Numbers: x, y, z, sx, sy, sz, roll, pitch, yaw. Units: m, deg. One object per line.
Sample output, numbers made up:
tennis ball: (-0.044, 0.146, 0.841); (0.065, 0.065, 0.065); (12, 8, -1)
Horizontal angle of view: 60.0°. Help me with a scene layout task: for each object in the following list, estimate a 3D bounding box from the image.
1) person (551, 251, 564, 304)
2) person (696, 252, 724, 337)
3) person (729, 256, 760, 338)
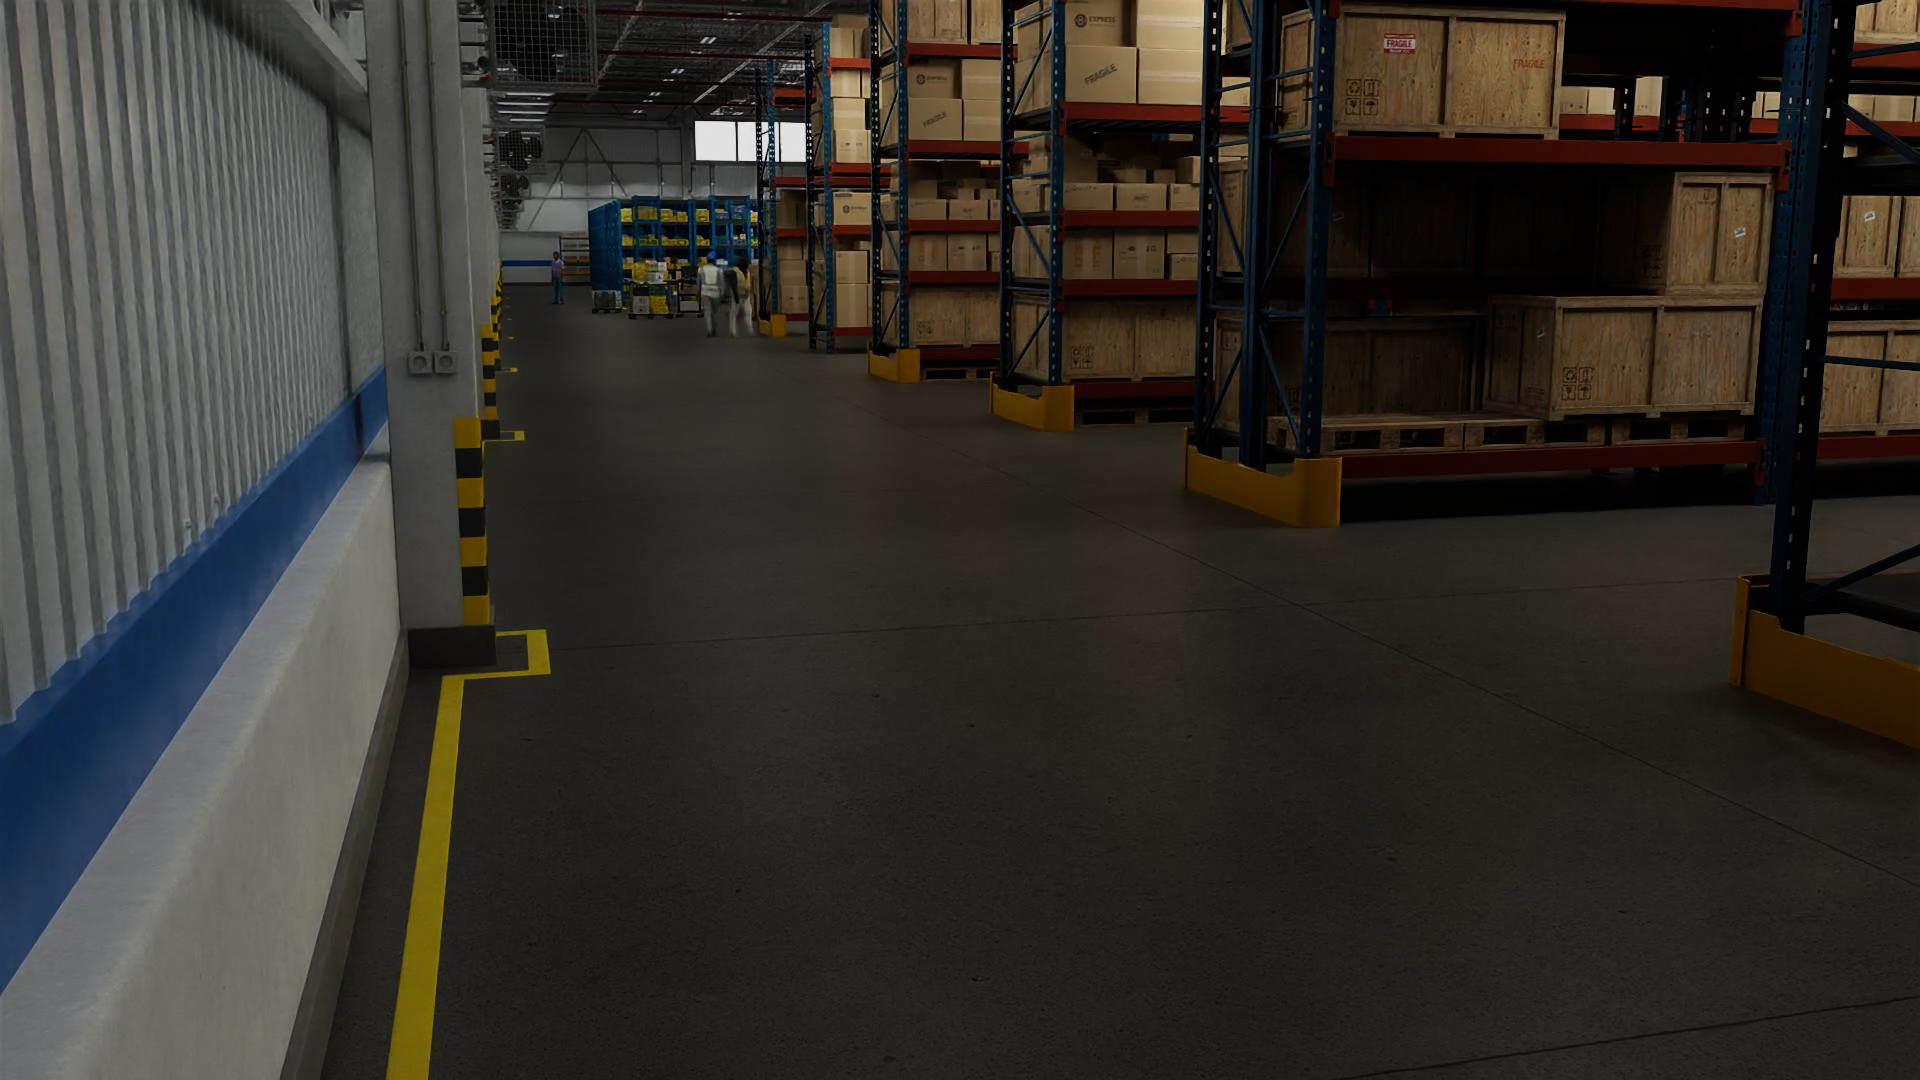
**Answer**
person: (-14.110, -9.192, 58.339); (0.570, 1.848, 0.384); (6, 12, 31)
person: (-5.600, -5.487, 37.275); (0.629, 1.903, 0.995); (-2, 10, -12)
person: (-4.768, -5.336, 36.638); (0.875, 1.797, 0.654); (8, 13, 38)
